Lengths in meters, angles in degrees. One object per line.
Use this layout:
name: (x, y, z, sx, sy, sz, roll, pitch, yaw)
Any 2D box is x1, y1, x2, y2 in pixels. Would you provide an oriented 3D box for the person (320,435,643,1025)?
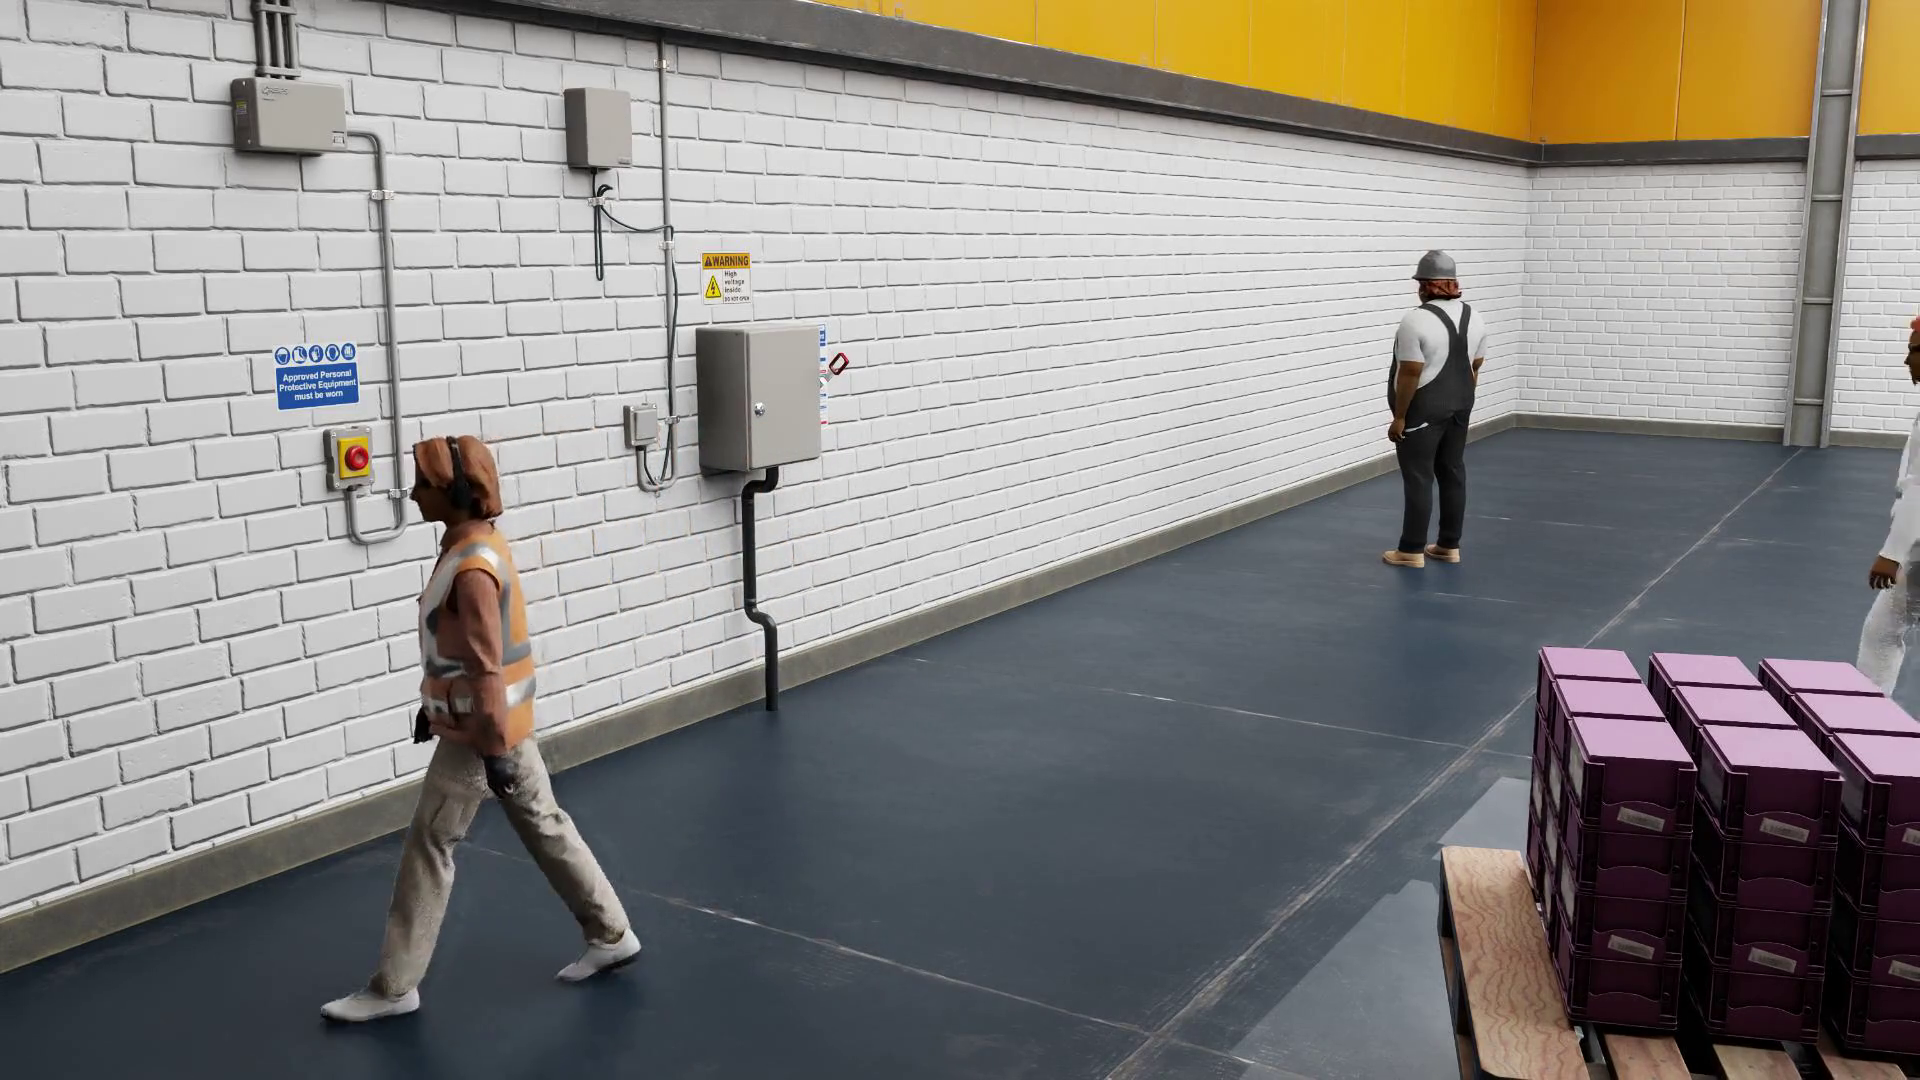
person: (-1.293, 0.503, 4.531, 0.860, 1.595, 0.514, -2, 10, -11)

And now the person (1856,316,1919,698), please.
person: (3.880, 0.032, 6.438, 0.947, 1.848, 0.591, 7, 12, 32)

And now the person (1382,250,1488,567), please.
person: (3.017, -0.849, 10.773, 0.674, 2.000, 0.532, -6, 12, -29)
